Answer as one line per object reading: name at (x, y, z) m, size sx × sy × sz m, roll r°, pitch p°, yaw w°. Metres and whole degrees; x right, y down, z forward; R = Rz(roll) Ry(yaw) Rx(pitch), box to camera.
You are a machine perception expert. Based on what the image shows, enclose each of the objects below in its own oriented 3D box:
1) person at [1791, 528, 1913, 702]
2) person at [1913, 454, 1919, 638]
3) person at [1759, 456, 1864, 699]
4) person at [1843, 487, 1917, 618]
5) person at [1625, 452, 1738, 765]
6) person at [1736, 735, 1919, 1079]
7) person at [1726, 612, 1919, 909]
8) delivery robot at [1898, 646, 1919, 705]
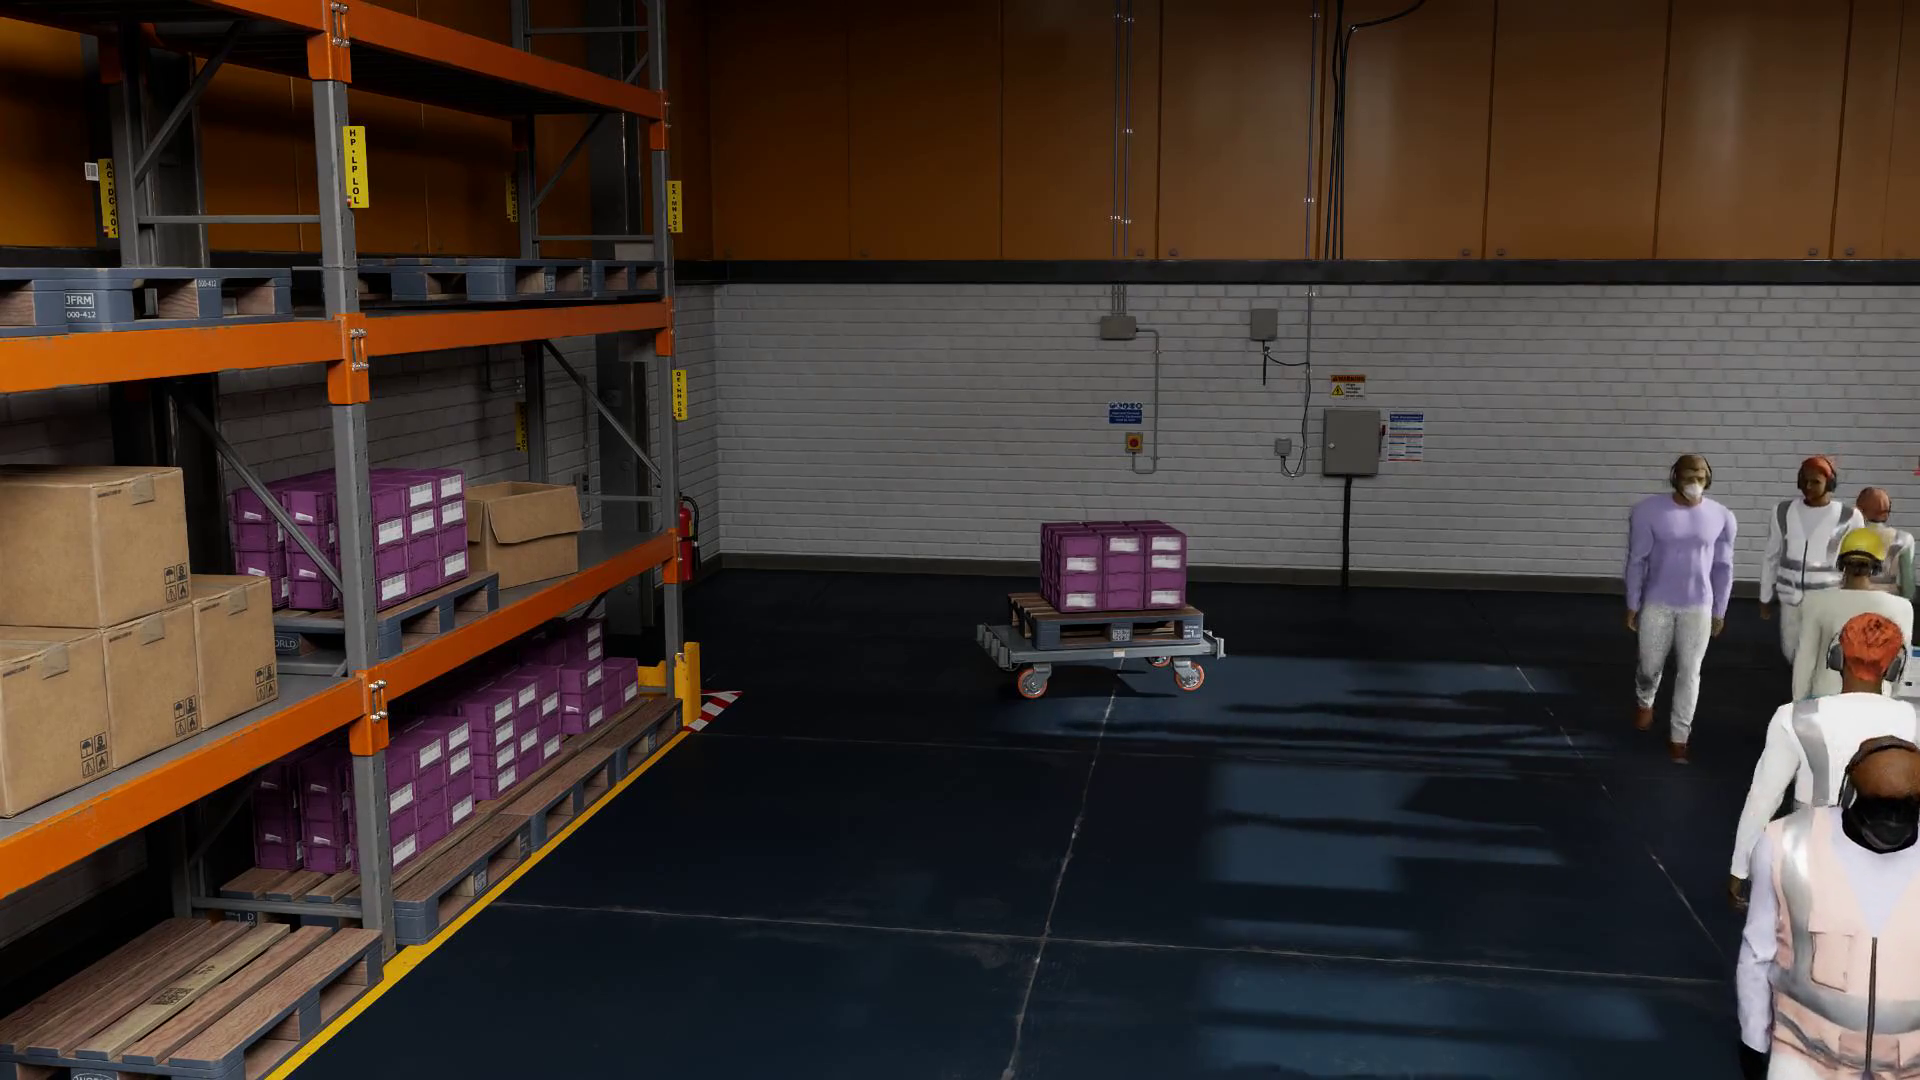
person at (4.602, 0.794, 8.609) m, size 0.526 × 1.712 × 0.946 m, roll 6°, pitch 11°, yaw 31°
person at (6.644, 0.292, 11.164) m, size 0.593 × 1.885 × 0.599 m, roll 4°, pitch 10°, yaw 21°
person at (5.567, 0.360, 10.875) m, size 0.894 × 1.858 × 0.585 m, roll -9°, pitch 13°, yaw -44°
person at (6.000, 0.457, 10.976) m, size 0.530 × 1.621 × 0.663 m, roll 6°, pitch 11°, yaw 35°
person at (4.478, 0.398, 10.398) m, size 0.640 × 1.926 × 0.647 m, roll 2°, pitch 9°, yaw 14°
person at (2.442, 1.407, 4.505) m, size 0.633 × 1.818 × 0.432 m, roll 4°, pitch 10°, yaw 24°
person at (3.069, 1.174, 5.800) m, size 0.711 × 1.860 × 0.590 m, roll 3°, pitch 10°, yaw 17°
delivery robot at (6.271, 0.943, 10.961) m, size 0.707 × 0.478 × 0.477 m, roll 3°, pitch 10°, yaw 18°
